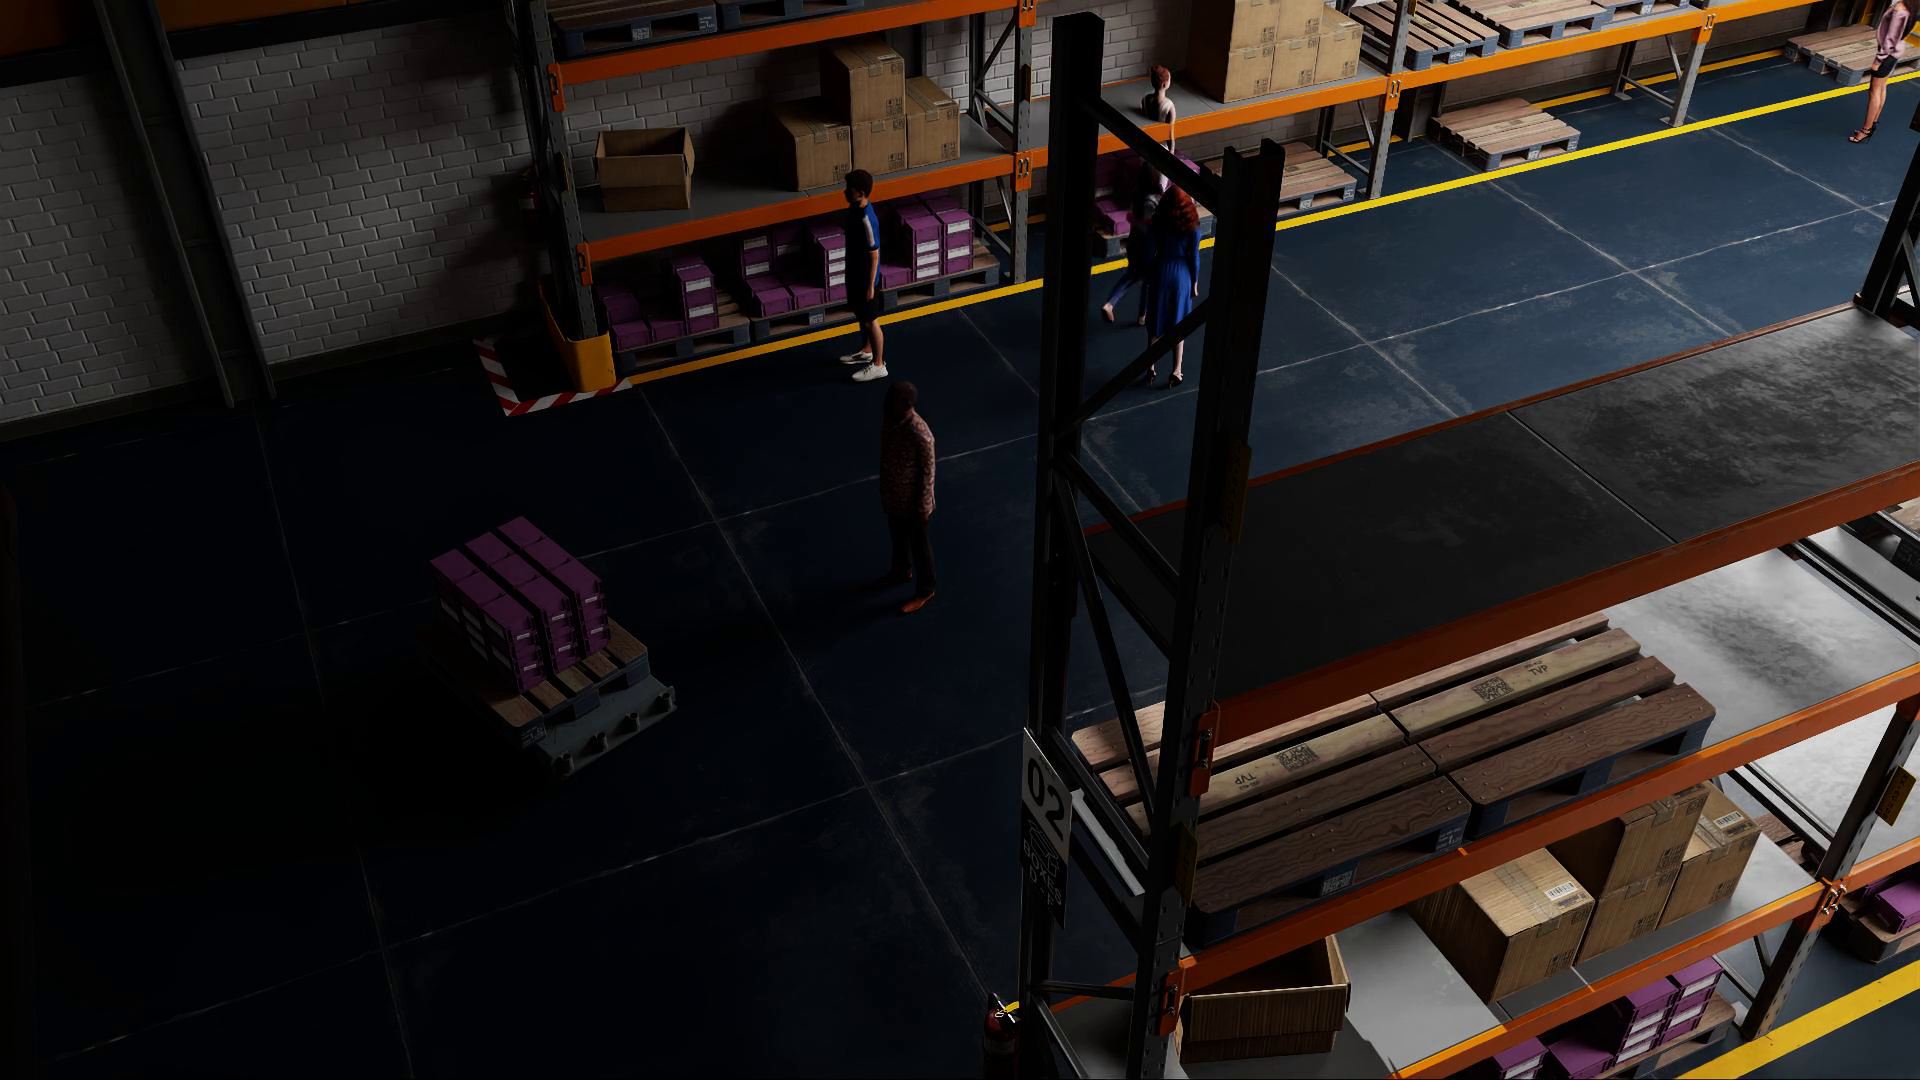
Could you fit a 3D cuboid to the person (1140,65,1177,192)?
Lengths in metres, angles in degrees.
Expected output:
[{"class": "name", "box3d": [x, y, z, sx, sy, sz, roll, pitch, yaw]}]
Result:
[{"class": "person", "box3d": [1.805, -3.554, 15.465, 0.574, 1.788, 0.593, -24, 44, -27]}]

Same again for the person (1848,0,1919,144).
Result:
[{"class": "person", "box3d": [9.630, -5.007, 17.266, 0.745, 1.810, 0.595, 30, 48, 32]}]

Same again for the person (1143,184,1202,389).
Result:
[{"class": "person", "box3d": [1.707, -2.055, 13.554, 0.704, 1.829, 0.768, 12, 40, 14]}]

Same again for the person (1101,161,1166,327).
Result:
[{"class": "person", "box3d": [1.521, -2.500, 14.300, 0.899, 1.593, 0.701, -23, 44, -26]}]

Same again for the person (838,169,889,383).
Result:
[{"class": "person", "box3d": [-0.796, -2.190, 13.694, 0.570, 1.866, 0.661, -14, 41, -17]}]

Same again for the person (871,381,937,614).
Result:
[{"class": "person", "box3d": [-0.360, -0.326, 11.407, 0.648, 1.808, 0.738, -24, 45, -27]}]
